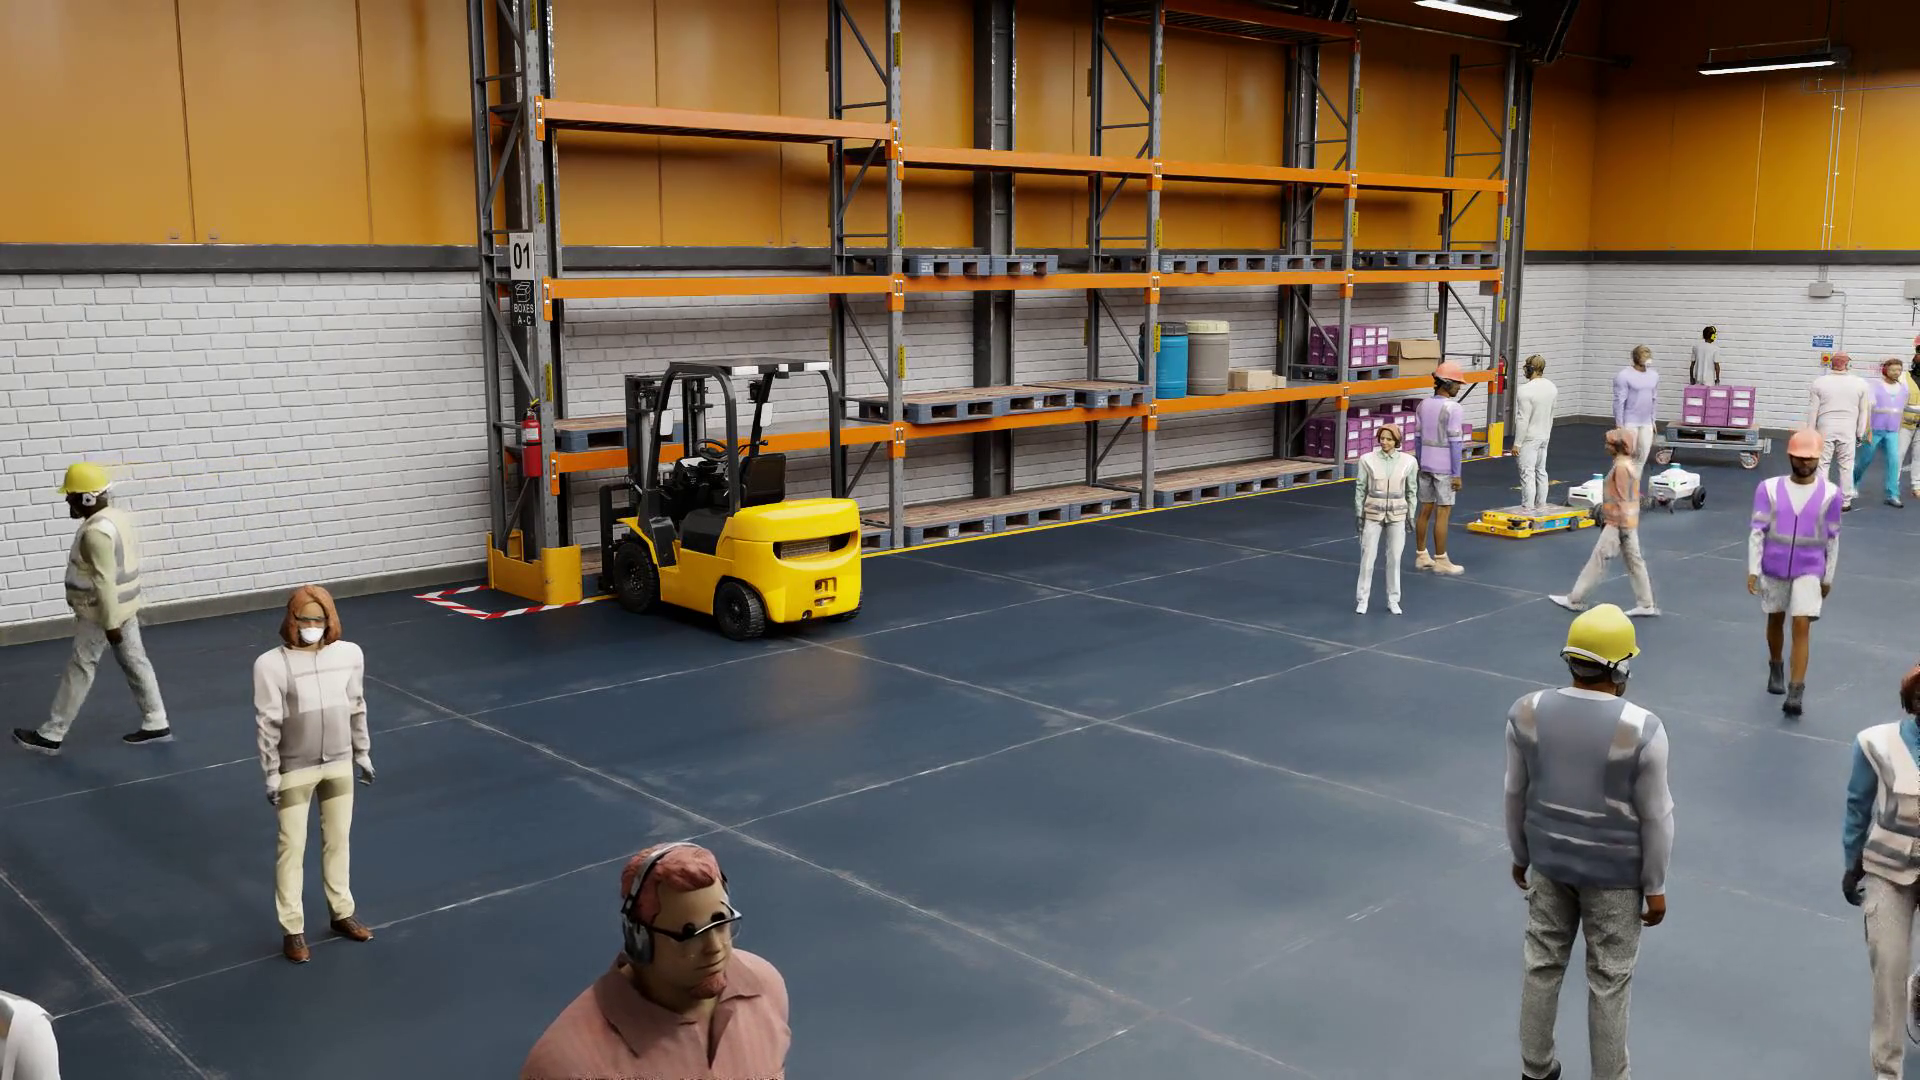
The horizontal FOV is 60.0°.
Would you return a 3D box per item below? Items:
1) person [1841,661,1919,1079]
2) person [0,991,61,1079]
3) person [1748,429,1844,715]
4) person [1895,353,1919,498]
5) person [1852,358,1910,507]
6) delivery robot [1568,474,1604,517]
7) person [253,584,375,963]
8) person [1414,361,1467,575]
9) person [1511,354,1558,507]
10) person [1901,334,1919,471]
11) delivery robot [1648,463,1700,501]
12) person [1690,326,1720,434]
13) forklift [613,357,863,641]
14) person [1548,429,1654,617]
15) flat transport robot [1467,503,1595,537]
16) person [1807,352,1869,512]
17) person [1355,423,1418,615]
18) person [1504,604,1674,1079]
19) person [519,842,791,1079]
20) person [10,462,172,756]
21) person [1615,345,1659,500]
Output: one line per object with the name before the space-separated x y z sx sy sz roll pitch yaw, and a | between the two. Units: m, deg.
person | 3.488 1.204 6.052 0.525 1.617 0.633 5 11 25
person | -2.085 1.534 3.359 0.583 1.881 0.337 -1 10 -5
person | 5.617 0.192 11.221 0.543 1.894 1.011 6 11 30
person | 11.974 -1.433 20.873 0.621 1.838 0.429 2 10 11
person | 11.322 -1.341 20.458 0.591 1.803 0.965 0 10 -1
delivery robot | 7.257 -0.511 18.938 0.707 0.478 0.477 -7 12 -36
person | -2.801 0.995 7.246 0.282 1.633 0.498 9 13 42
person | 4.613 -0.689 15.936 0.404 2.034 0.609 -4 10 -21
person | 6.425 -1.113 18.697 0.631 1.940 0.372 -8 12 -38
person | 13.577 -1.932 23.403 0.582 1.974 0.636 -2 10 -13
delivery robot | 8.551 -0.676 19.908 0.707 0.478 0.477 -9 13 -42
person | 12.514 -2.656 27.935 0.310 1.868 0.532 -7 12 -37
forklift | -1.847 -0.414 13.852 1.214 2.155 2.313 -9 13 -42
person | 5.472 -0.144 14.011 0.864 1.586 0.546 5 11 26
flat transport robot | 6.333 -0.231 18.406 1.431 0.197 0.652 -7 12 -36
person | 10.435 -1.290 19.832 0.644 1.904 0.399 3 10 19
person | 3.607 -0.179 14.109 0.515 1.636 0.314 1 10 8
person | 2.218 1.129 5.871 0.588 1.835 0.403 9 13 44
person | -0.547 1.524 3.353 0.399 1.908 0.642 8 13 39
person | -5.338 0.418 10.159 0.880 1.789 0.600 -2 10 -12
person | 8.408 -1.444 20.675 0.666 1.936 0.380 -4 10 -20
